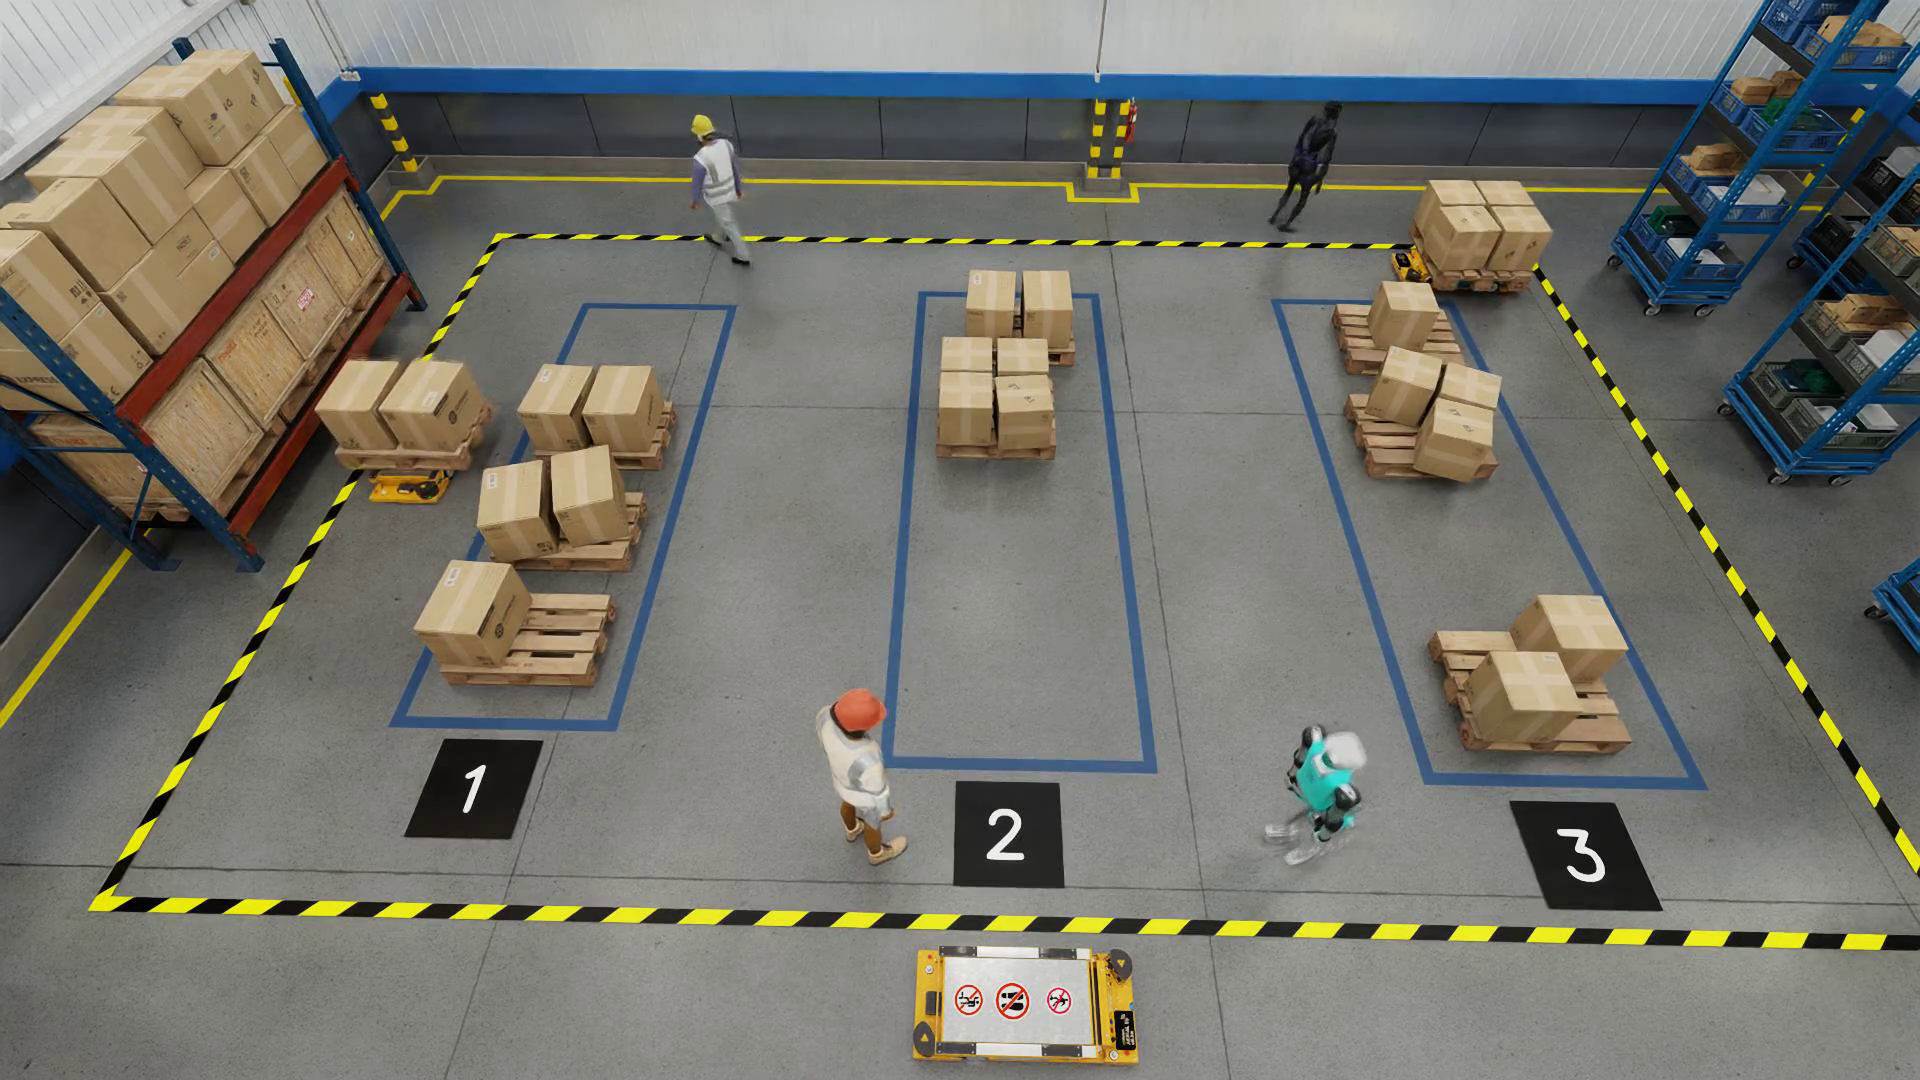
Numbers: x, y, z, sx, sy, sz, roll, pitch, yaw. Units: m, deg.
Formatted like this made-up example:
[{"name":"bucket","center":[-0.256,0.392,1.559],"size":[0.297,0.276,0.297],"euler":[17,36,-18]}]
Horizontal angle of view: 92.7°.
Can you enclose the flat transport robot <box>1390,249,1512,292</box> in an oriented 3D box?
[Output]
[{"name":"flat transport robot","center":[6.079,-3.311,11.167],"size":[1.431,0.197,0.652],"euler":[1,51,1]}]

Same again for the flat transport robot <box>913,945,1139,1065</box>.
[{"name":"flat transport robot","center":[0.422,3.041,6.007],"size":[1.431,0.231,0.659],"euler":[1,51,1]}]

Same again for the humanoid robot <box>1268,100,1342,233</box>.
[{"name":"humanoid robot","center":[4.252,-4.608,11.341],"size":[0.456,1.645,0.612],"euler":[-22,54,-17]}]

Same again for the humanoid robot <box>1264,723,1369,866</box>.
[{"name":"humanoid robot","center":[2.500,1.686,6.077],"size":[0.736,1.678,0.533],"euler":[-11,52,-9]}]

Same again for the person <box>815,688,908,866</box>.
[{"name":"person","center":[-0.635,1.572,6.069],"size":[0.405,2.030,0.608],"euler":[-34,58,-24]}]

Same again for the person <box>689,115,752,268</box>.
[{"name":"person","center":[-2.940,-4.133,10.868],"size":[0.891,1.786,0.610],"euler":[22,54,17]}]

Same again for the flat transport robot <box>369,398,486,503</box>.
[{"name":"flat transport robot","center":[-5.365,-0.967,9.256],"size":[0.652,0.197,1.431],"euler":[1,51,1]}]
